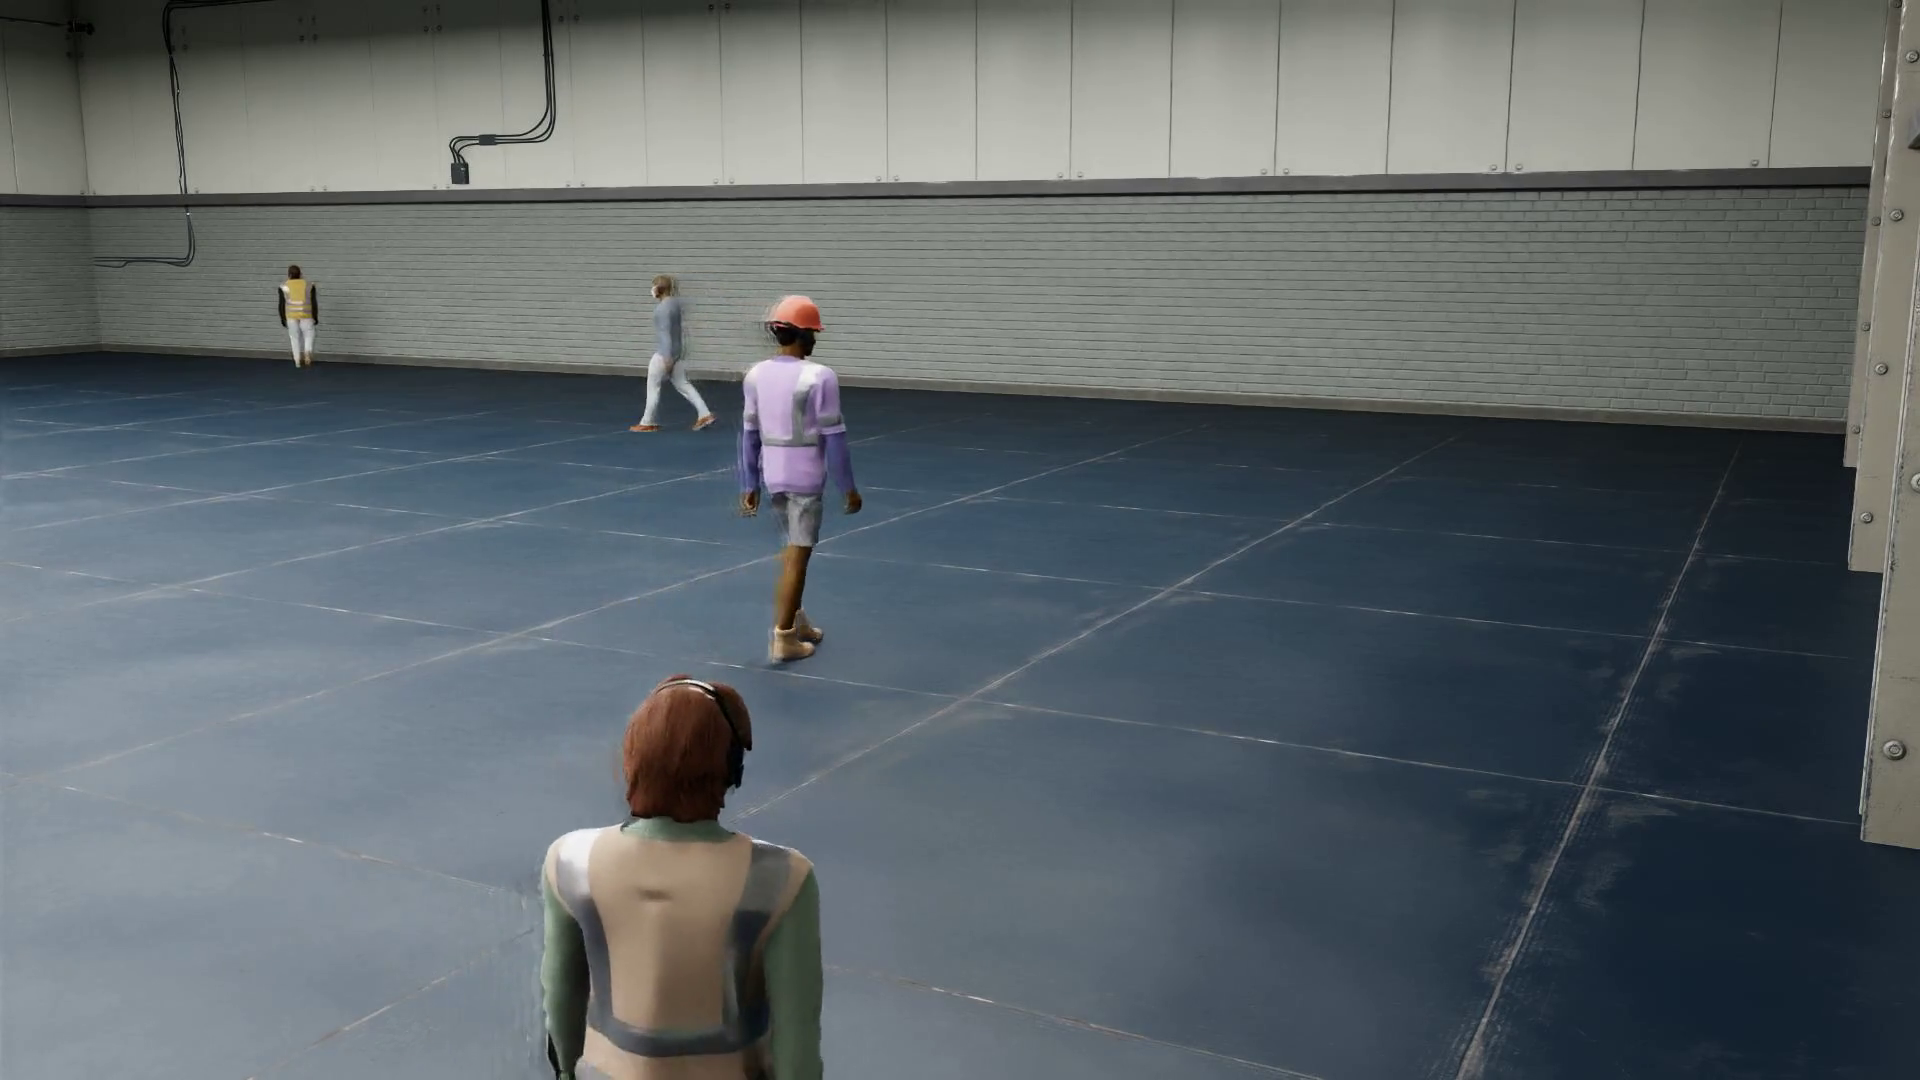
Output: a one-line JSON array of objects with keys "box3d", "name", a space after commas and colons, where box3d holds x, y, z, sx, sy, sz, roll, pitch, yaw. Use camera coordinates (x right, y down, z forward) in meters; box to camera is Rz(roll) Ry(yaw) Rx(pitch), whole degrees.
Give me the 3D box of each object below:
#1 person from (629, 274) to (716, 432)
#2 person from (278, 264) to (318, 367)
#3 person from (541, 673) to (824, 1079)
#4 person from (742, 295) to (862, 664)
[{"box3d": [-3.442, -2.220, 19.881, 1.012, 1.903, 0.641, 1, 10, 6], "name": "person"}, {"box3d": [-11.784, -3.982, 29.618, 0.654, 1.830, 0.437, -4, 11, -21], "name": "person"}, {"box3d": [-0.495, 1.025, 2.965, 0.529, 1.589, 0.867, 1, 10, 4], "name": "person"}, {"box3d": [-0.844, -0.338, 9.250, 0.618, 2.019, 0.710, 9, 13, 39], "name": "person"}]
